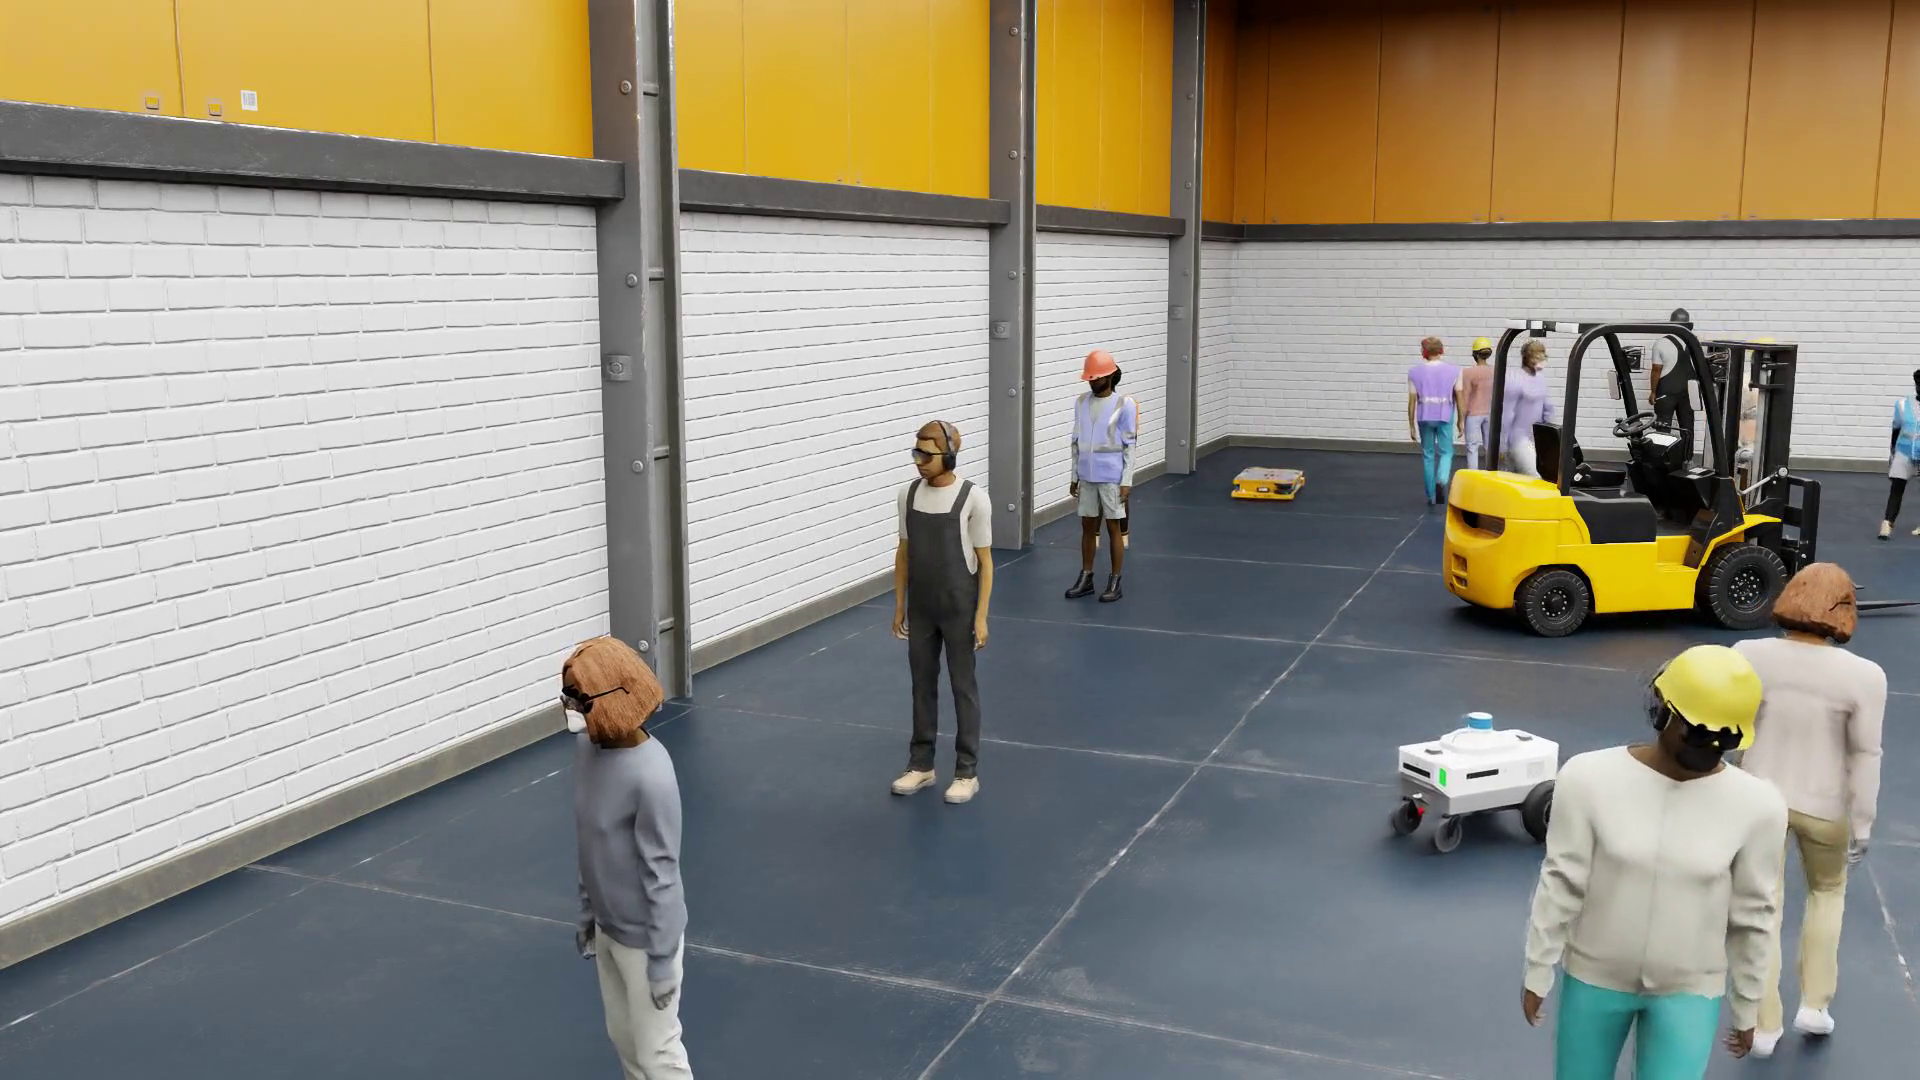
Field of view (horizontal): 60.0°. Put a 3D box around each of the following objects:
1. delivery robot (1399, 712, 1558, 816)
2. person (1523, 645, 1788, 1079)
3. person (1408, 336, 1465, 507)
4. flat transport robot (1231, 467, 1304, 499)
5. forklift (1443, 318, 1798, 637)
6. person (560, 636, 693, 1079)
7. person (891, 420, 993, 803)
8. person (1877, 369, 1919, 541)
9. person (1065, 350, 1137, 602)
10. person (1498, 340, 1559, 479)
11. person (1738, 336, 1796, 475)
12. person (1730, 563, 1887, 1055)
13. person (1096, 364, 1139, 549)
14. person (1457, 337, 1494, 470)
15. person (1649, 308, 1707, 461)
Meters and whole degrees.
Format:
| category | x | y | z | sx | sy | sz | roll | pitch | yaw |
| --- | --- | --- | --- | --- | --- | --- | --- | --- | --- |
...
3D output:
| category | x | y | z | sx | sy | sz | roll | pitch | yaw |
| --- | --- | --- | --- | --- | --- | --- | --- | --- | --- |
| delivery robot | 2.327 | 1.020 | 7.472 | 0.707 | 0.478 | 0.477 | -4 | 10 | -24 |
| person | 1.664 | 1.048 | 4.060 | 0.563 | 1.717 | 0.719 | 3 | 10 | 19 |
| person | 5.030 | -1.237 | 17.598 | 0.611 | 1.822 | 0.553 | 3 | 10 | 16 |
| flat transport robot | 3.474 | -0.644 | 18.694 | 0.652 | 0.197 | 1.431 | 3 | 10 | 17 |
| forklift | 4.706 | -0.497 | 11.990 | 2.313 | 2.155 | 1.214 | -2 | 10 | -10 |
| person | -0.871 | 1.045 | 4.388 | 0.308 | 1.624 | 0.495 | -6 | 11 | -33 |
| person | -0.089 | 0.340 | 7.978 | 0.508 | 1.842 | 0.332 | 5 | 11 | 29 |
| person | 8.961 | -0.802 | 15.535 | 0.870 | 1.634 | 0.545 | -9 | 13 | -42 |
| person | 1.067 | -0.485 | 12.727 | 0.542 | 1.928 | 0.378 | 7 | 12 | 36 |
| person | 5.234 | -0.863 | 15.128 | 0.977 | 1.890 | 0.653 | 7 | 12 | 38 |
| person | 7.539 | -0.950 | 15.607 | 0.600 | 1.907 | 0.463 | 0 | 9 | 0 |
| person | 2.751 | 0.870 | 5.467 | 0.493 | 1.607 | 0.507 | 7 | 12 | 37 |
| person | 1.353 | -0.755 | 15.080 | 0.538 | 1.693 | 0.317 | 0 | 9 | -2 |
| person | 5.841 | -1.395 | 18.727 | 0.522 | 1.769 | 0.312 | -3 | 10 | -17 |
| person | 9.007 | -1.904 | 20.982 | 0.682 | 2.000 | 0.538 | 0 | 9 | 2 |
